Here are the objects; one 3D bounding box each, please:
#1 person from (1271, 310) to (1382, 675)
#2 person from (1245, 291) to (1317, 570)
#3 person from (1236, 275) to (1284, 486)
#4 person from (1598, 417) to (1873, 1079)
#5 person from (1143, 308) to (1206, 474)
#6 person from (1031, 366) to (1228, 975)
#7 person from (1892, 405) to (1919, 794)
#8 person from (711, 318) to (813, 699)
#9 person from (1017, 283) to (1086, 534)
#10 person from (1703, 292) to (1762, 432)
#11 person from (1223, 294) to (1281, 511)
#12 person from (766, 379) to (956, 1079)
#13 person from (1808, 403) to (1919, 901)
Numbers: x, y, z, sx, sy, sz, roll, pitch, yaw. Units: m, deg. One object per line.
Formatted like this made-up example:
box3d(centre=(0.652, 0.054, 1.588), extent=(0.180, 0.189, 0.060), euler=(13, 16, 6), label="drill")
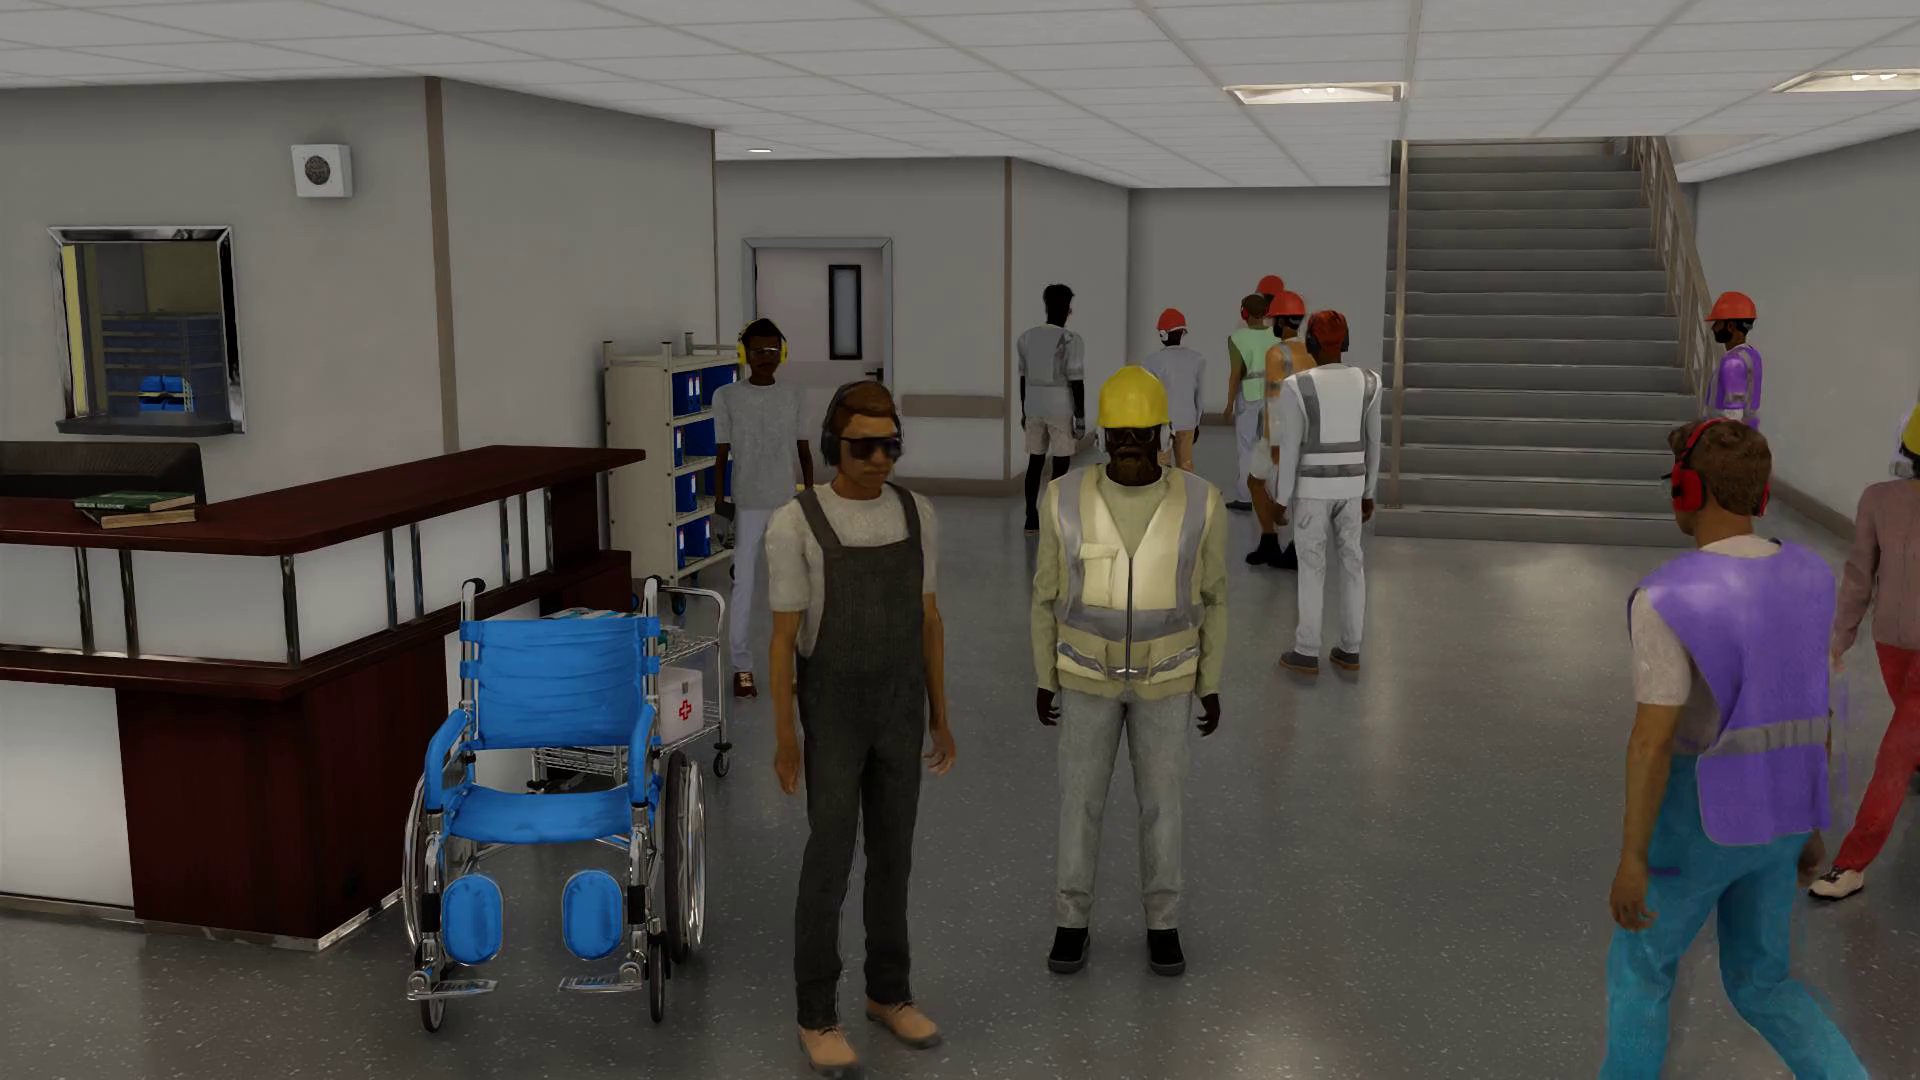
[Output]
box3d(centre=(1.893, -0.242, 8.598), extent=(0.572, 1.884, 0.355), euler=(-3, 10, -15), label="person")
box3d(centre=(2.216, -0.753, 11.491), extent=(0.563, 1.917, 0.560), euler=(-7, 12, -36), label="person")
box3d(centre=(2.846, -1.473, 15.534), extent=(0.643, 1.988, 0.410), euler=(-5, 11, -27), label="person")
box3d(centre=(1.725, 0.644, 3.635), extent=(0.612, 1.808, 0.802), euler=(-5, 11, -25), label="person")
box3d(centre=(1.642, -0.919, 12.953), extent=(0.561, 1.756, 0.318), euler=(-5, 11, -26), label="person")
box3d(centre=(0.502, 0.397, 4.988), extent=(0.586, 1.833, 0.403), euler=(1, 10, 5), label="person")
box3d(centre=(4.040, 0.072, 6.639), extent=(0.519, 1.916, 0.564), euler=(-6, 12, -33), label="person")
box3d(centre=(-0.952, -0.151, 8.142), extent=(0.509, 1.862, 0.326), euler=(-3, 10, -16), label="person")
box3d(centre=(0.712, -0.994, 12.828), extent=(0.608, 1.955, 0.385), euler=(8, 12, 39), label="person")
box3d(centre=(4.780, -0.575, 10.401), extent=(0.361, 1.935, 0.553), euler=(6, 12, 33), label="person")
box3d(centre=(2.514, -1.163, 14.160), extent=(0.564, 1.837, 0.388), euler=(-4, 11, -25), label="person")
box3d(centre=(-0.245, 0.491, 4.443), extent=(0.513, 1.836, 0.383), euler=(-6, 11, -32), label="person")
box3d(centre=(3.281, 0.351, 5.639), extent=(0.886, 1.707, 0.544), euler=(-4, 11, -24), label="person")
